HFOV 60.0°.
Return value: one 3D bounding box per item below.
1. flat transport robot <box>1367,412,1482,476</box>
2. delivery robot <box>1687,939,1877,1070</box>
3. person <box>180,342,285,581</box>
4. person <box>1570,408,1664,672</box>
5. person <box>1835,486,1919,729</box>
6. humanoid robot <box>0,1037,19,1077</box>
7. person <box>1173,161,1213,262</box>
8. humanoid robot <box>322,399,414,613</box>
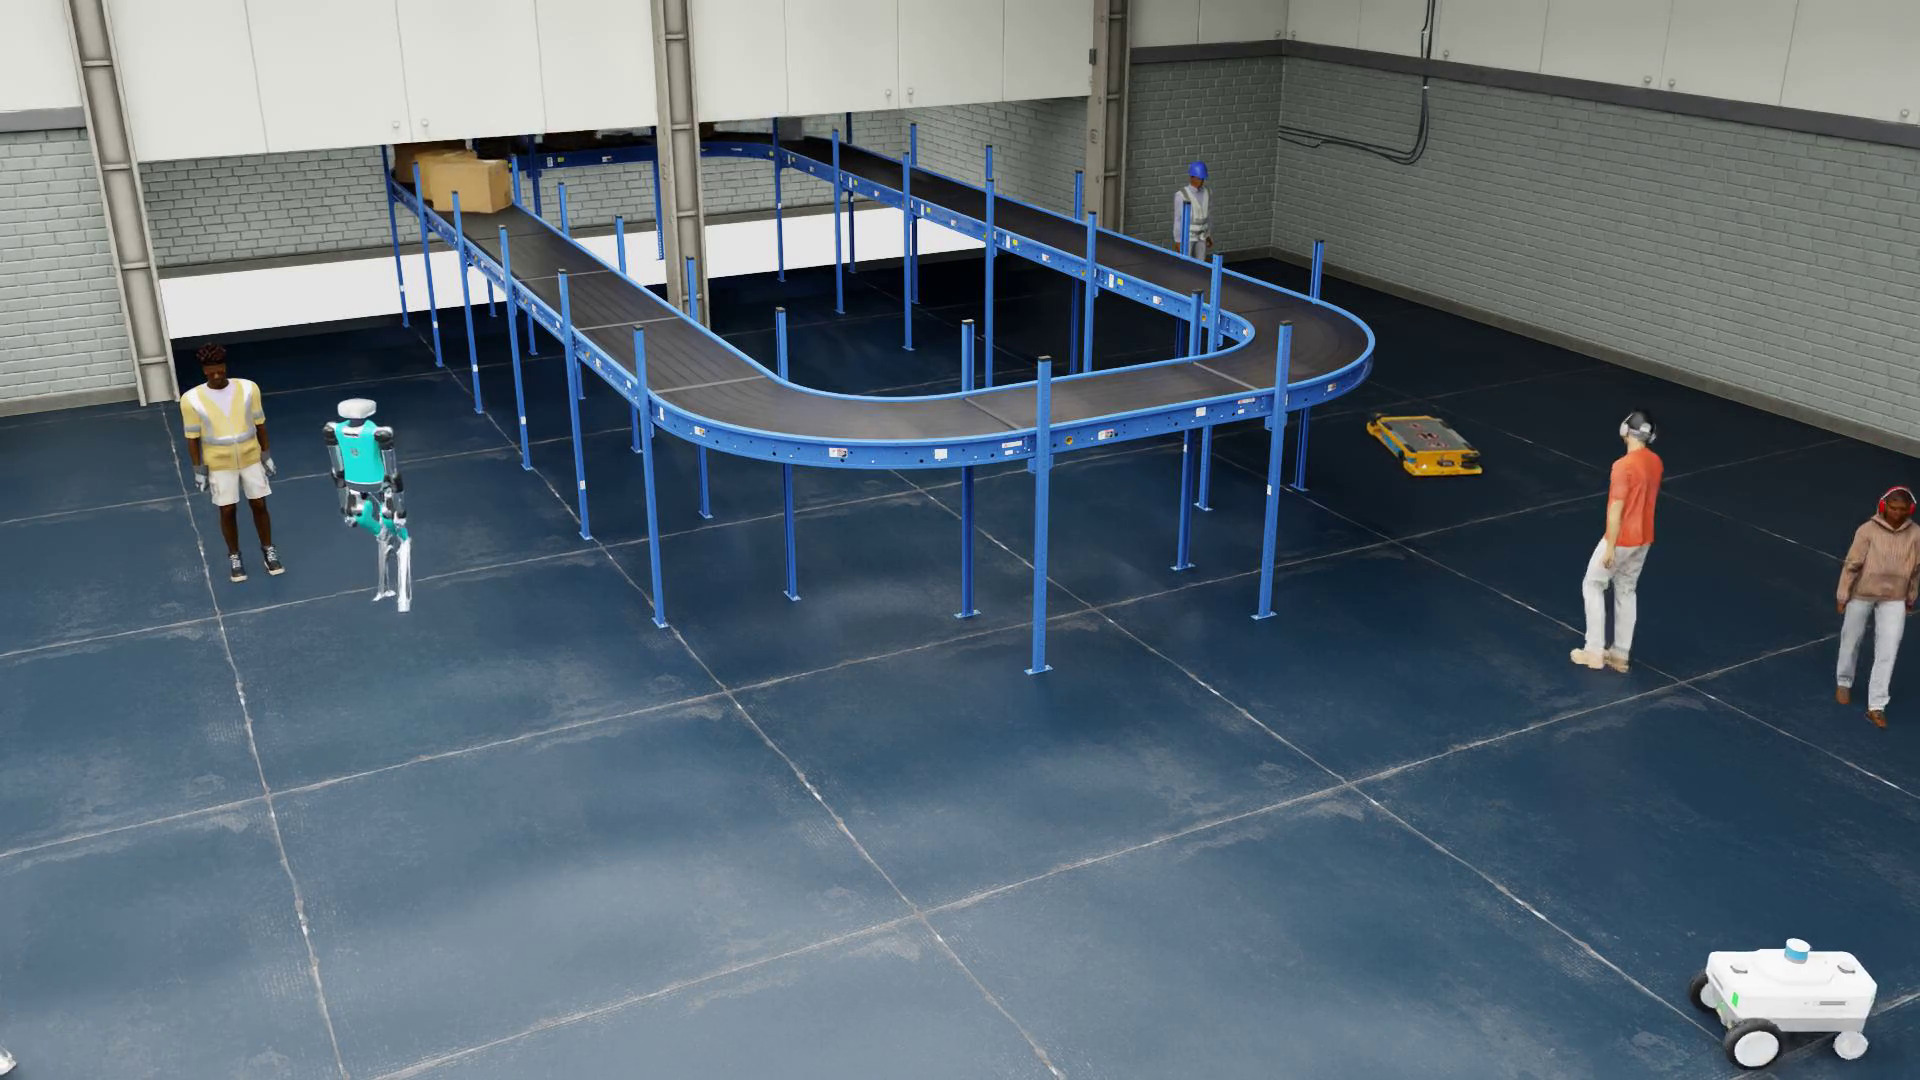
[{"bbox_3d":[4.506,-0.938,16.194,0.659,0.231,1.431,-2,22,-4],"label":"flat transport robot"},{"bbox_3d":[3.976,2.215,8.045,0.817,0.614,0.499,0,22,0],"label":"delivery robot"},{"bbox_3d":[-5.765,-0.624,13.180,0.618,1.951,0.385,-15,26,-33],"label":"person"},{"bbox_3d":[4.678,-0.002,11.750,0.526,1.867,0.551,-12,25,-27],"label":"person"},{"bbox_3d":[6.069,0.434,10.989,0.506,1.621,0.769,7,23,17],"label":"person"},{"bbox_3d":[-4.695,1.742,7.676,1.027,1.757,0.530,11,25,26],"label":"humanoid robot"},{"bbox_3d":[2.975,-3.864,21.209,0.618,1.934,0.418,-14,26,-32],"label":"person"},{"bbox_3d":[-4.362,-0.283,12.650,0.542,1.796,0.813,3,22,8],"label":"humanoid robot"}]
